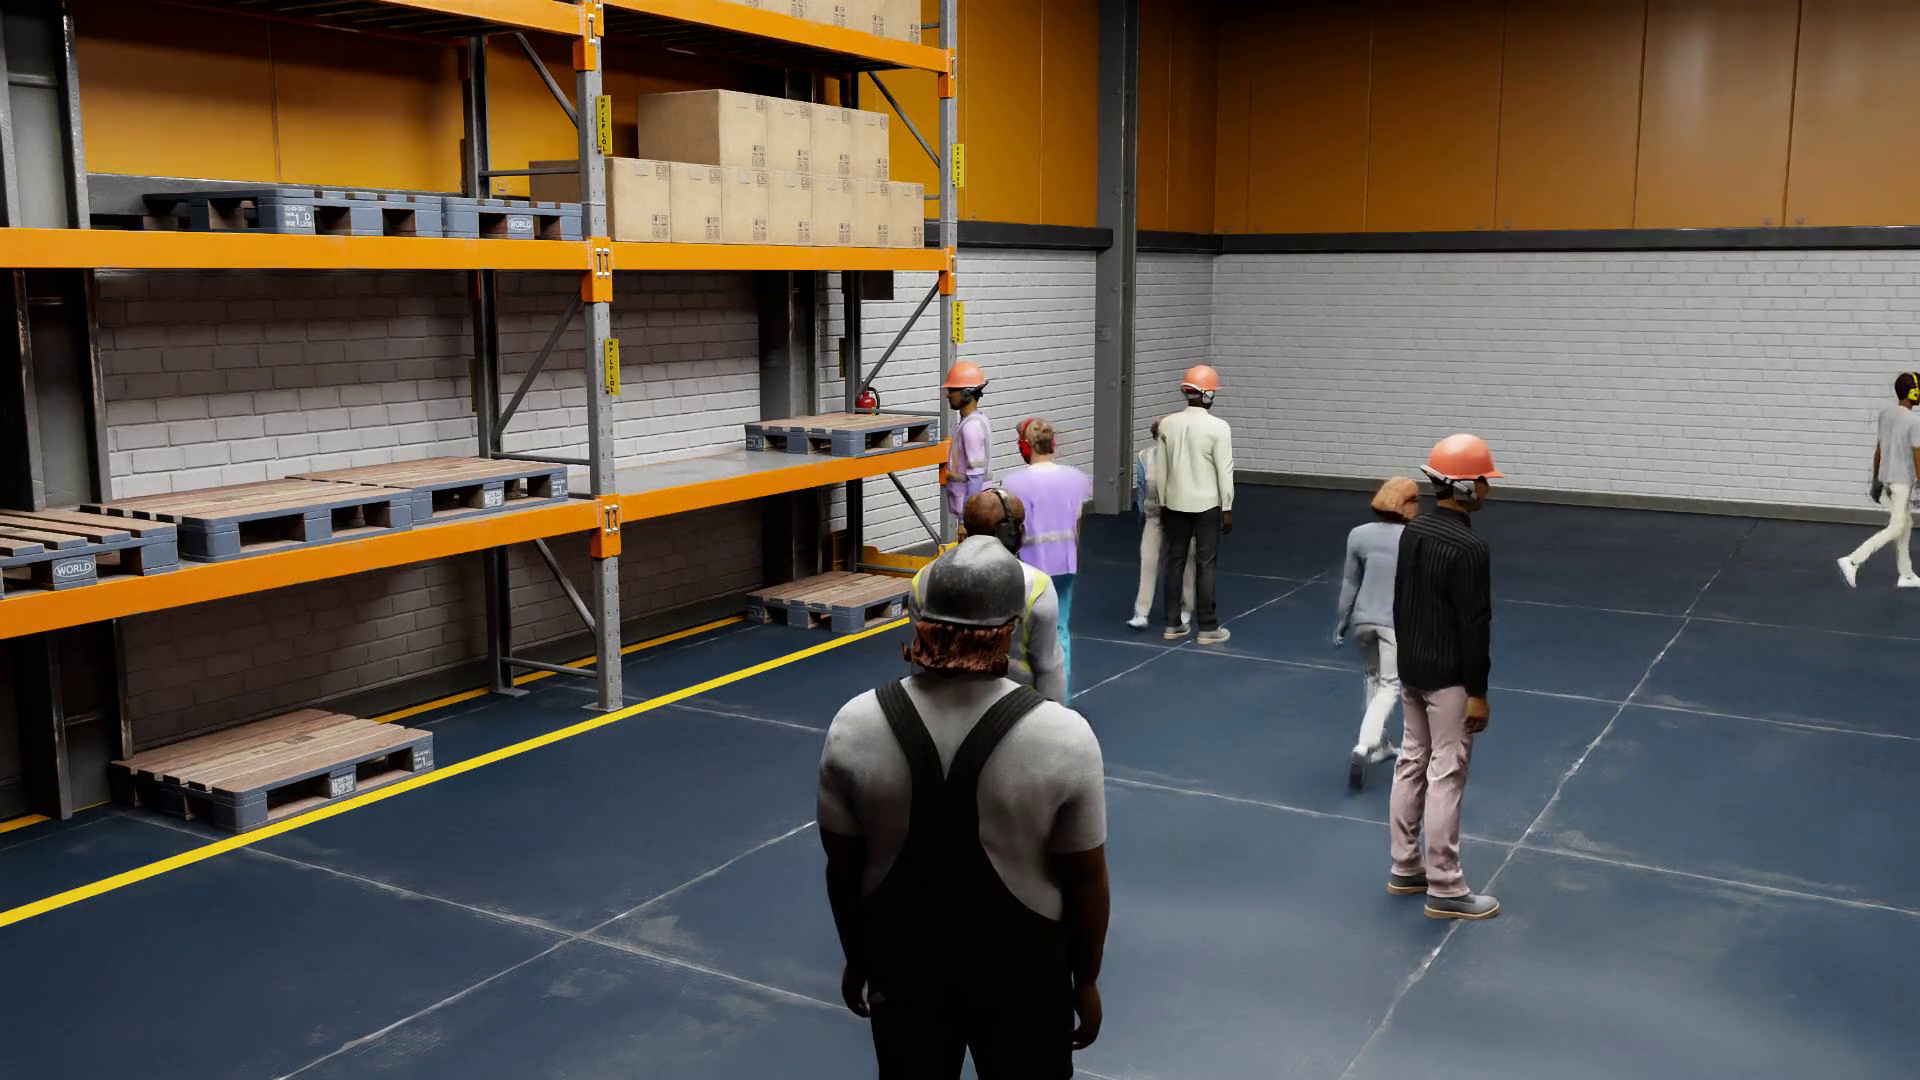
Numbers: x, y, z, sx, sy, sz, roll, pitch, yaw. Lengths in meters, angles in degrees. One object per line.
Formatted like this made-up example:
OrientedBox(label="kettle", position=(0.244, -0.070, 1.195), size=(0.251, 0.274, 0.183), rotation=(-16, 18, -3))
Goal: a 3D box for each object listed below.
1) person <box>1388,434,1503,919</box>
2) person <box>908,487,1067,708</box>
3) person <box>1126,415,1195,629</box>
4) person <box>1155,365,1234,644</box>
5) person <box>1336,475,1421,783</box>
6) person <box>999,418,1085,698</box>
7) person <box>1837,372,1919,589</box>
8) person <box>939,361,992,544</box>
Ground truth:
OrientedBox(label="person", position=(2.016, 0.554, 6.901), size=(0.391, 1.995, 0.613), rotation=(-2, 9, -13))
OrientedBox(label="person", position=(0.123, 0.713, 6.396), size=(0.634, 1.840, 0.429), rotation=(5, 10, 27))
OrientedBox(label="person", position=(1.521, -0.121, 12.334), size=(0.549, 1.592, 0.824), rotation=(6, 11, 32))
OrientedBox(label="person", position=(1.701, -0.257, 11.970), size=(0.623, 1.992, 0.397), rotation=(8, 12, 39))
OrientedBox(label="person", position=(2.199, 0.459, 8.747), size=(0.539, 1.596, 0.739), rotation=(8, 12, 42))
OrientedBox(label="person", position=(0.448, 0.204, 9.632), size=(0.561, 1.817, 0.598), rotation=(-4, 10, -23))
OrientedBox(label="person", position=(7.802, -0.486, 13.906), size=(0.842, 1.841, 0.518), rotation=(-1, 9, -6))
OrientedBox(label="person", position=(0.041, -0.214, 11.548), size=(0.375, 2.043, 0.611), rotation=(0, 9, 0))
